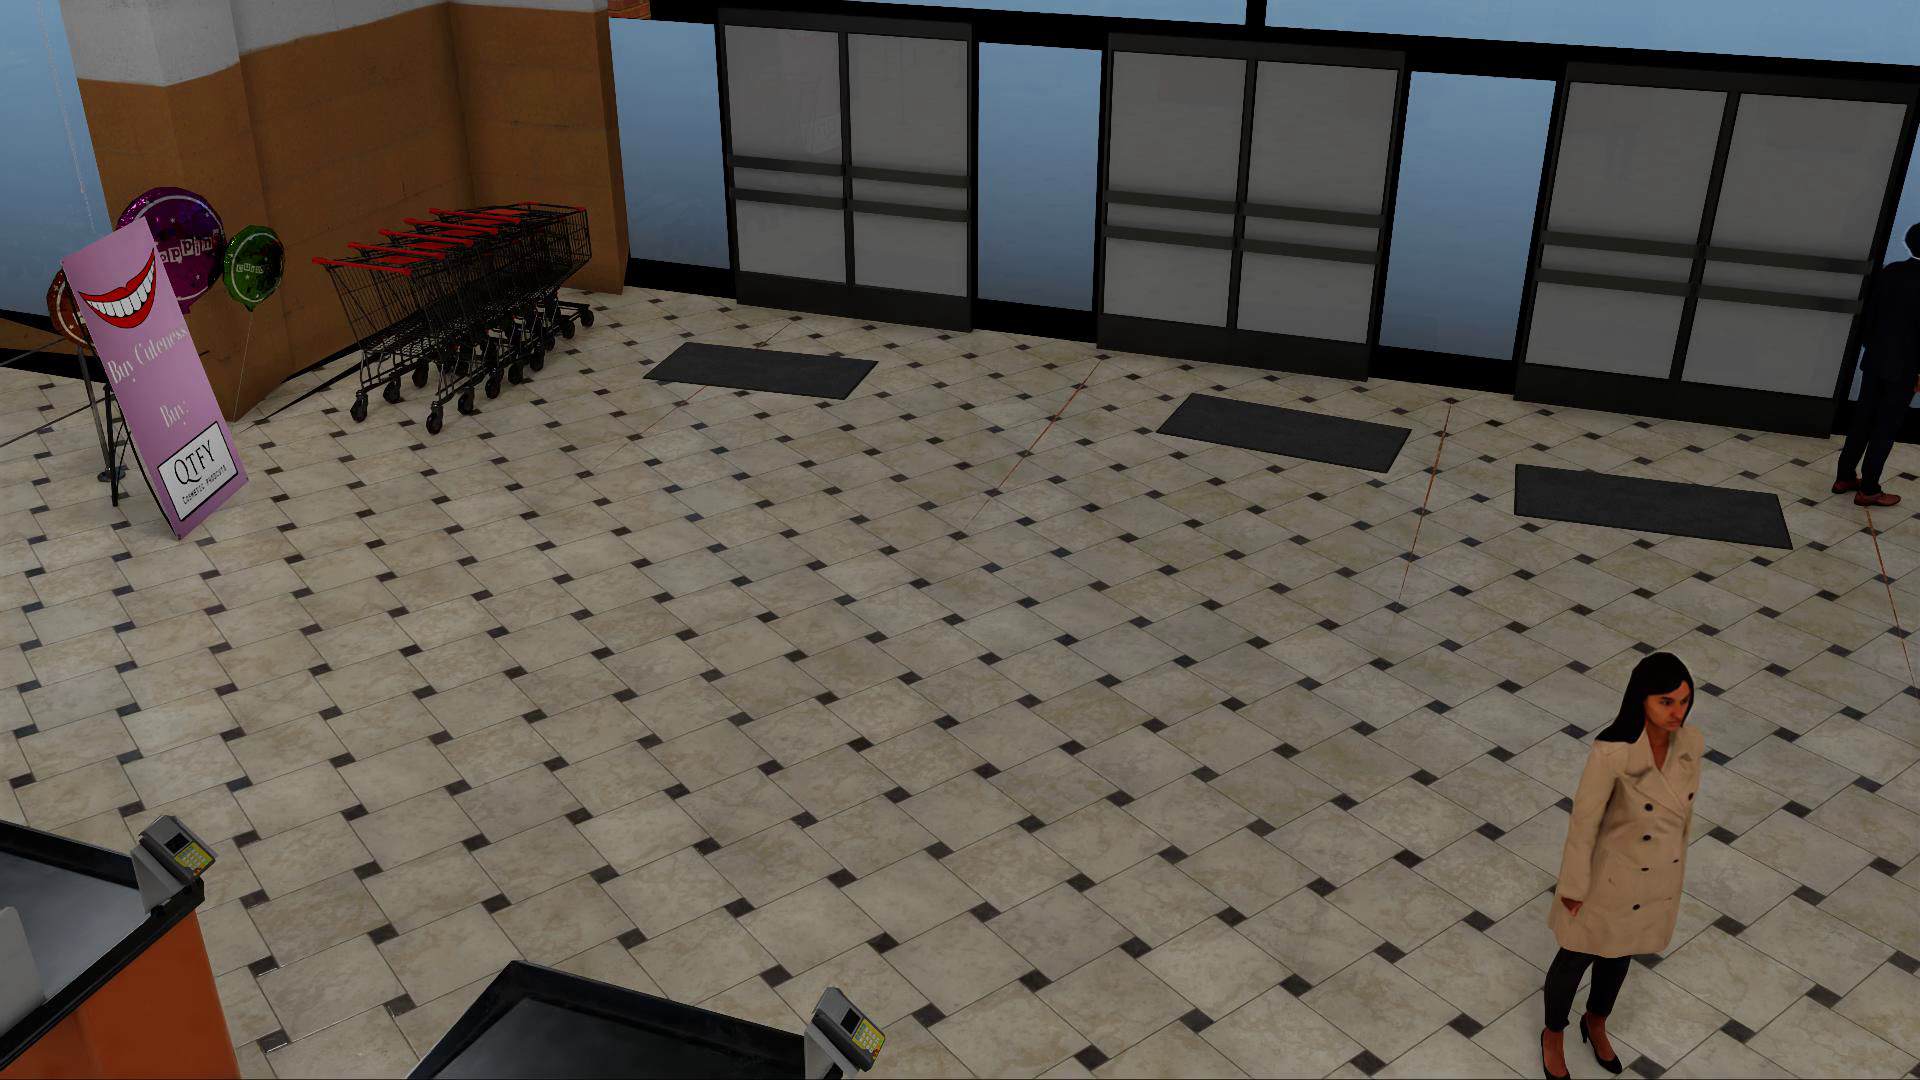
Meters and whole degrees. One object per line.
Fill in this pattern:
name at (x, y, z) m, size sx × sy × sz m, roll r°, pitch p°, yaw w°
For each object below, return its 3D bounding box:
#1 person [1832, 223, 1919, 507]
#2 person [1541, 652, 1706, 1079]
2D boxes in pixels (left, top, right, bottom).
person at (5.484, -1.041, 9.781) m, size 0.771 × 1.725 × 0.673 m, roll -8°, pitch 28°, yaw -15°
person at (2.210, 1.116, 5.576) m, size 0.709 × 1.682 × 0.734 m, roll -8°, pitch 28°, yaw -15°
